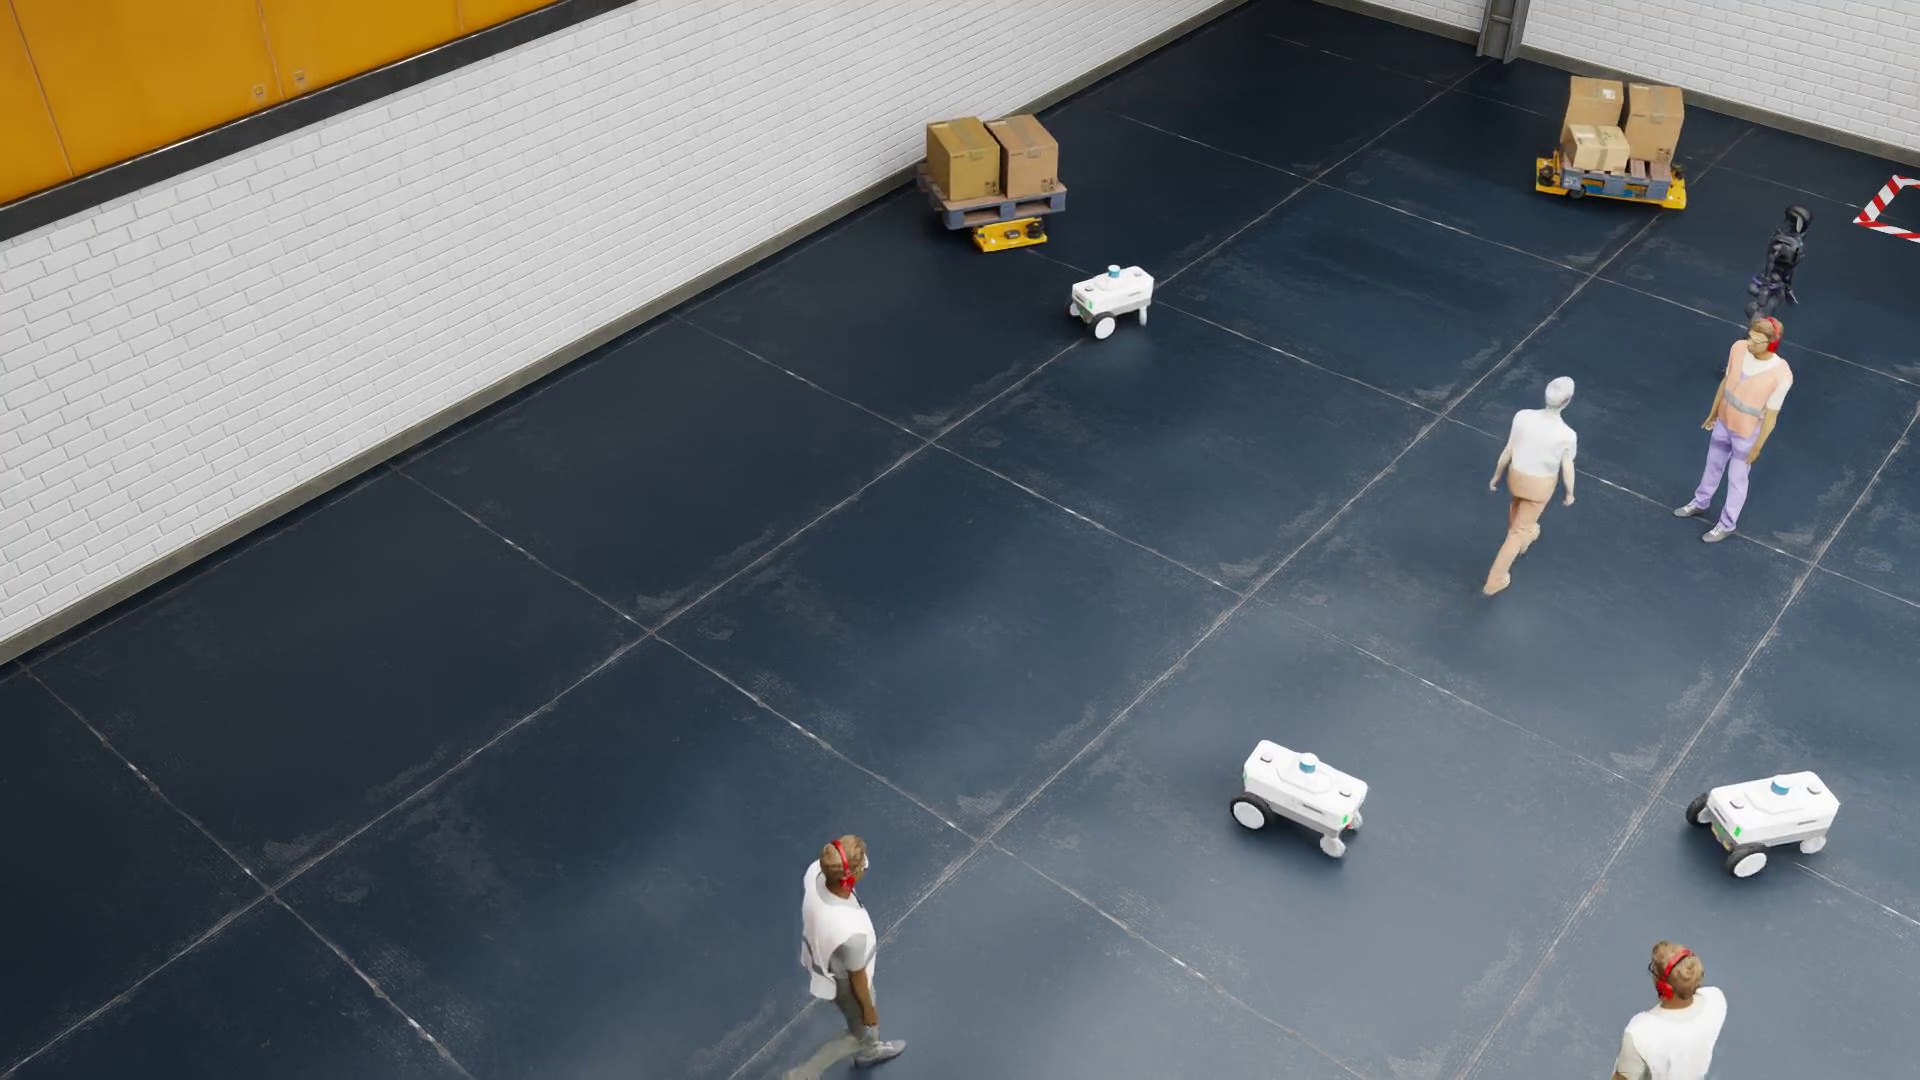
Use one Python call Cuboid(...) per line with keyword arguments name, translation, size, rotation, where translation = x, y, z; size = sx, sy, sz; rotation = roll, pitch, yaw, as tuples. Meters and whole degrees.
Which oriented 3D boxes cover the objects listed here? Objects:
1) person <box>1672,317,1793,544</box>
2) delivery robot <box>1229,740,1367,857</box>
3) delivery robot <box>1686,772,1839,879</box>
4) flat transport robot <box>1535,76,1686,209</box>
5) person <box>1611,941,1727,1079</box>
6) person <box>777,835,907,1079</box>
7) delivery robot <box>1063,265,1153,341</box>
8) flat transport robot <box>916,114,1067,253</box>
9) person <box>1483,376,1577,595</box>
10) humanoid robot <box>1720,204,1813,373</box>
Cuboid(name="person", translation=(5.663, -0.820, 12.060), size=(0.384, 1.835, 0.559), rotation=(-12, 40, -15))
Cuboid(name="delivery robot", translation=(2.089, 1.538, 10.140), size=(0.767, 0.583, 0.499), rotation=(22, 44, 25))
Cuboid(name="delivery robot", translation=(4.846, 1.659, 10.004), size=(0.802, 0.600, 0.499), rotation=(-8, 40, -10))
Cuboid(name="flat transport robot", translation=(6.581, -3.657, 16.826), size=(1.431, 0.231, 0.659), rotation=(10, 40, 12))
Cuboid(name="person", translation=(3.239, 2.602, 7.840), size=(0.584, 1.795, 0.835), rotation=(-13, 41, -15))
Cuboid(name="person", translation=(-0.613, 2.174, 8.347), size=(0.660, 1.825, 0.579), rotation=(-13, 41, -16))
Cuboid(name="delivery robot", translation=(1.338, -2.138, 14.706), size=(0.750, 0.587, 0.525), rotation=(-20, 43, -23))
Cuboid(name="flat transport robot", translation=(0.289, -3.269, 16.343), size=(0.659, 0.231, 1.431), rotation=(-13, 41, -15))
Cuboid(name="person", translation=(4.076, -0.436, 11.676), size=(0.865, 1.705, 0.519), rotation=(-30, 48, -32))
Cuboid(name="humanoid robot", translation=(6.694, -1.986, 13.637), size=(0.589, 1.645, 0.547), rotation=(-31, 48, -33))
